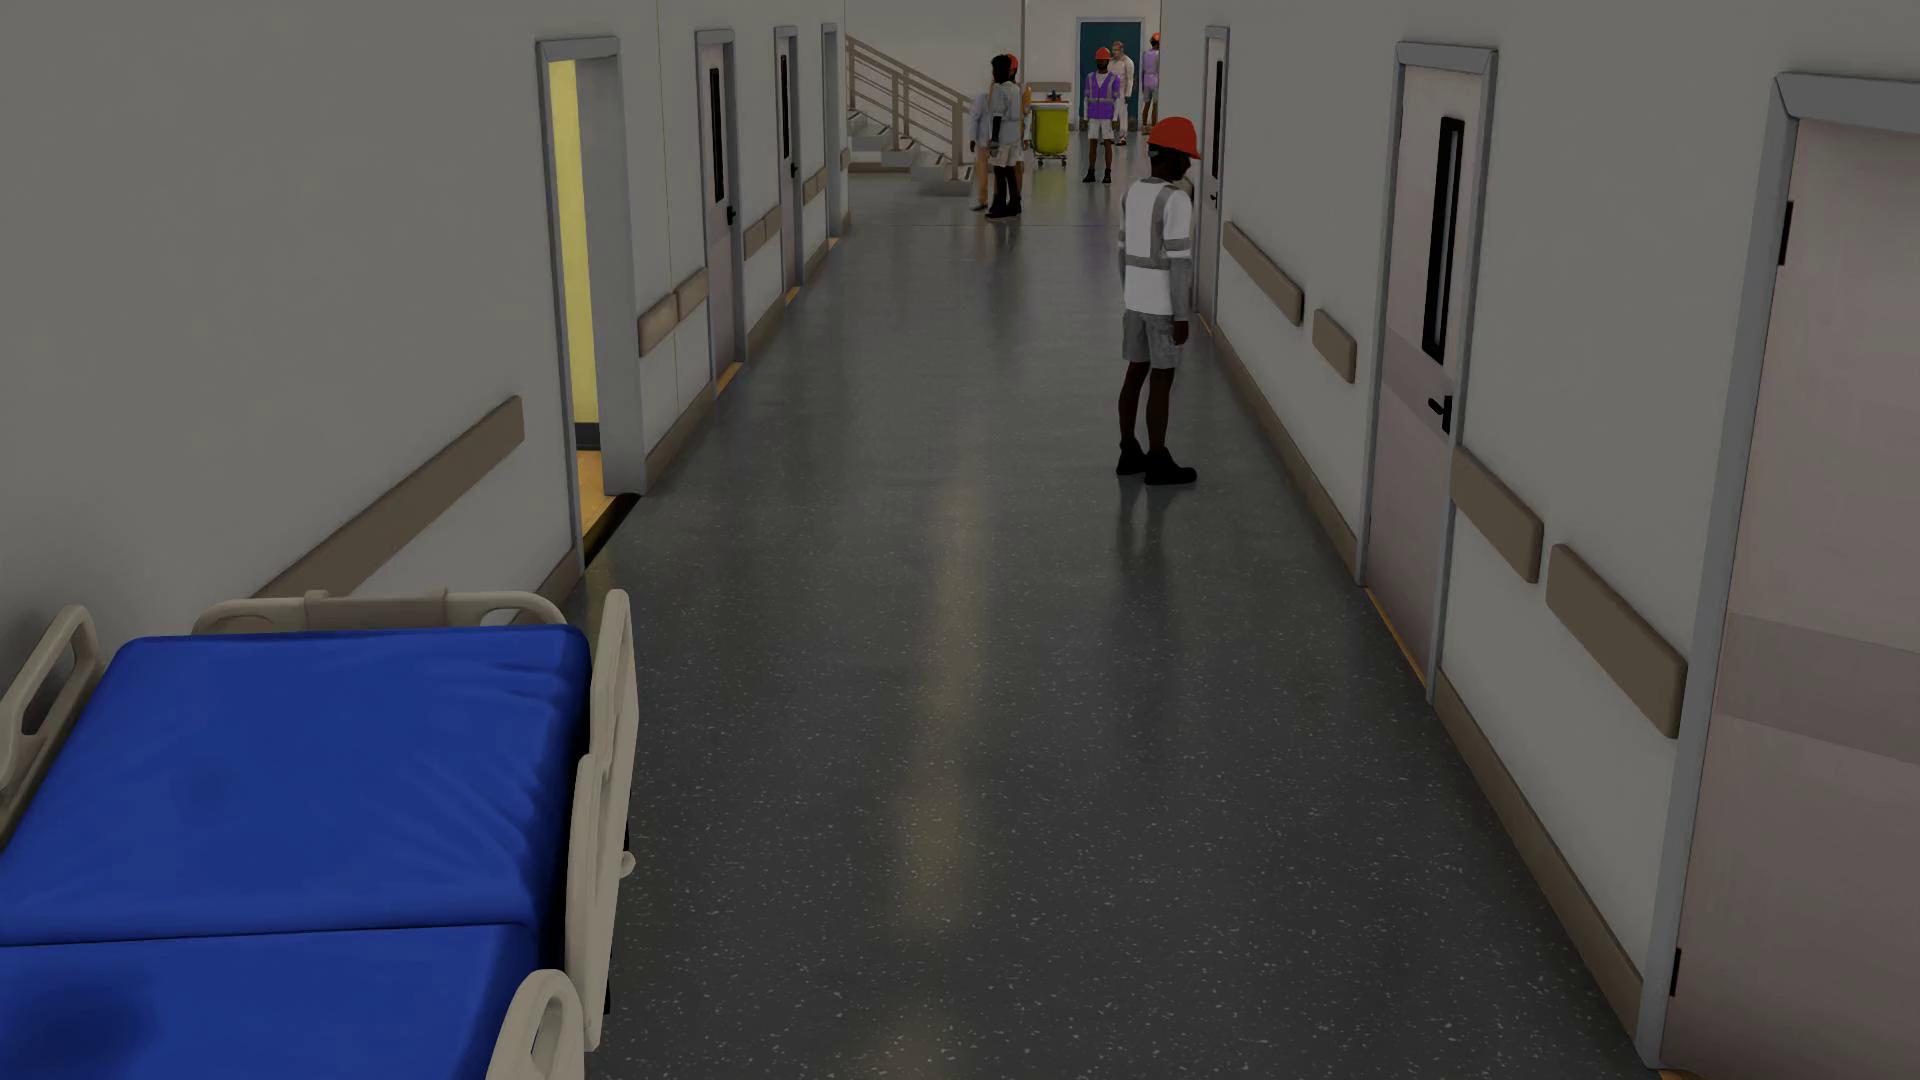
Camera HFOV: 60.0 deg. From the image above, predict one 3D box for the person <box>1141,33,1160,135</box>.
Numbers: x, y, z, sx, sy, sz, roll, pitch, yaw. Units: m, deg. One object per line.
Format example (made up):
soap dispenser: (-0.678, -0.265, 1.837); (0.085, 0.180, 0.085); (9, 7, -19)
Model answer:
person: (3.951, -9.245, 33.776); (0.410, 2.030, 0.611); (-16, 24, -41)

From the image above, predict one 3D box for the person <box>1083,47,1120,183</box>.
person: (2.071, -6.232, 24.441); (0.545, 1.943, 0.347); (7, 19, 20)

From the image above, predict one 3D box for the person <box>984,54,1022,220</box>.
person: (0.531, -4.864, 20.127); (0.385, 1.955, 0.609); (9, 20, 25)

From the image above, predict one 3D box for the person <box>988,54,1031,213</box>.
person: (0.609, -5.065, 20.777); (0.543, 1.939, 0.362); (5, 18, 15)

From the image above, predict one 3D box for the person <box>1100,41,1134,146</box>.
person: (2.952, -8.404, 31.334); (0.407, 1.902, 0.638); (-17, 24, -42)

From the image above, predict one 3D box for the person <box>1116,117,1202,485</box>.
person: (1.064, -1.258, 8.841); (0.391, 1.924, 0.547); (-9, 20, -27)

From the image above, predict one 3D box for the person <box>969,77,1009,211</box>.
person: (0.405, -5.046, 21.115); (0.635, 1.700, 0.334); (-8, 19, -23)
